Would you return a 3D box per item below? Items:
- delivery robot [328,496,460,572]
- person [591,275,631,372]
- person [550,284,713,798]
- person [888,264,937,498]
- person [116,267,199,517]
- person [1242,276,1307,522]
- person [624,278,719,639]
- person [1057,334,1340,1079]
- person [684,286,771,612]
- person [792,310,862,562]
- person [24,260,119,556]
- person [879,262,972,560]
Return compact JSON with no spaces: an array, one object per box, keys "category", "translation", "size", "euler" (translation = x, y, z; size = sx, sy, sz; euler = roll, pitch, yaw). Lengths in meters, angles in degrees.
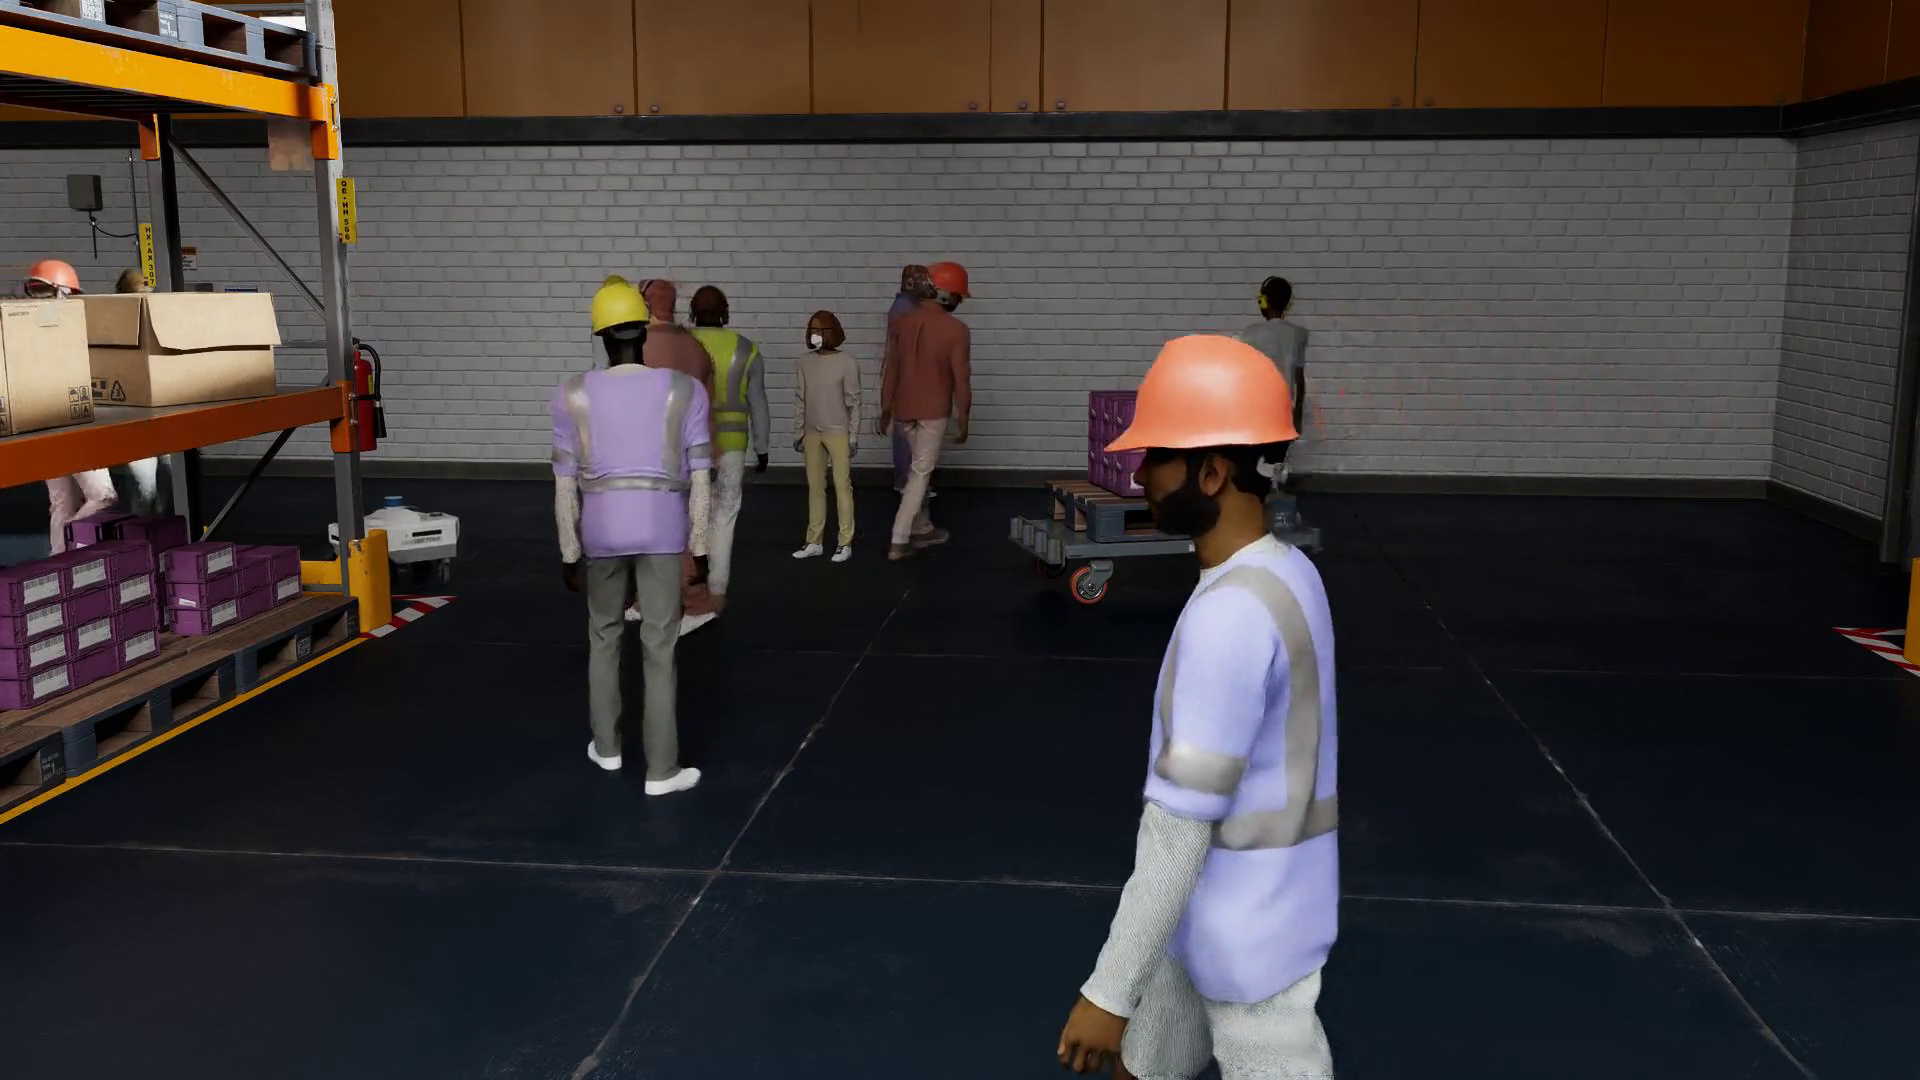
[{"category":"delivery robot","translation":[-3.358,-0.019,9.903],"size":[0.707,0.478,0.477],"euler":[-8,13,-41]},{"category":"person","translation":[-2.539,-1.060,12.472],"size":[0.404,1.834,0.591],"euler":[7,12,36]},{"category":"person","translation":[-1.224,-0.004,6.274],"size":[0.595,1.893,0.624],"euler":[-1,10,-5]},{"category":"person","translation":[-0.380,-1.301,13.665],"size":[0.405,1.903,0.636],"euler":[-1,10,-8]},{"category":"person","translation":[-4.926,-0.685,10.069],"size":[0.719,1.923,0.648],"euler":[9,14,43]},{"category":"person","translation":[2.102,-0.835,11.156],"size":[0.535,1.844,0.633],"euler":[-5,11,-24]},{"category":"person","translation":[-1.552,-0.425,8.755],"size":[0.793,1.882,0.648],"euler":[5,11,26]},{"category":"person","translation":[0.391,0.617,2.718],"size":[0.989,1.884,0.568],"euler":[2,10,14]},{"category":"person","translation":[-1.415,-0.541,9.553],"size":[0.664,1.808,0.861],"euler":[0,10,-2]},{"category":"person","translation":[-0.868,-0.673,10.827],"size":[0.499,1.634,0.285],"euler":[6,12,31]},{"category":"person","translation":[-5.037,-0.581,9.351],"size":[0.643,1.966,0.481],"euler":[5,11,27]},{"category":"person","translation":[-0.161,-0.848,10.976],"size":[0.654,1.933,0.845],"euler":[7,12,36]}]
